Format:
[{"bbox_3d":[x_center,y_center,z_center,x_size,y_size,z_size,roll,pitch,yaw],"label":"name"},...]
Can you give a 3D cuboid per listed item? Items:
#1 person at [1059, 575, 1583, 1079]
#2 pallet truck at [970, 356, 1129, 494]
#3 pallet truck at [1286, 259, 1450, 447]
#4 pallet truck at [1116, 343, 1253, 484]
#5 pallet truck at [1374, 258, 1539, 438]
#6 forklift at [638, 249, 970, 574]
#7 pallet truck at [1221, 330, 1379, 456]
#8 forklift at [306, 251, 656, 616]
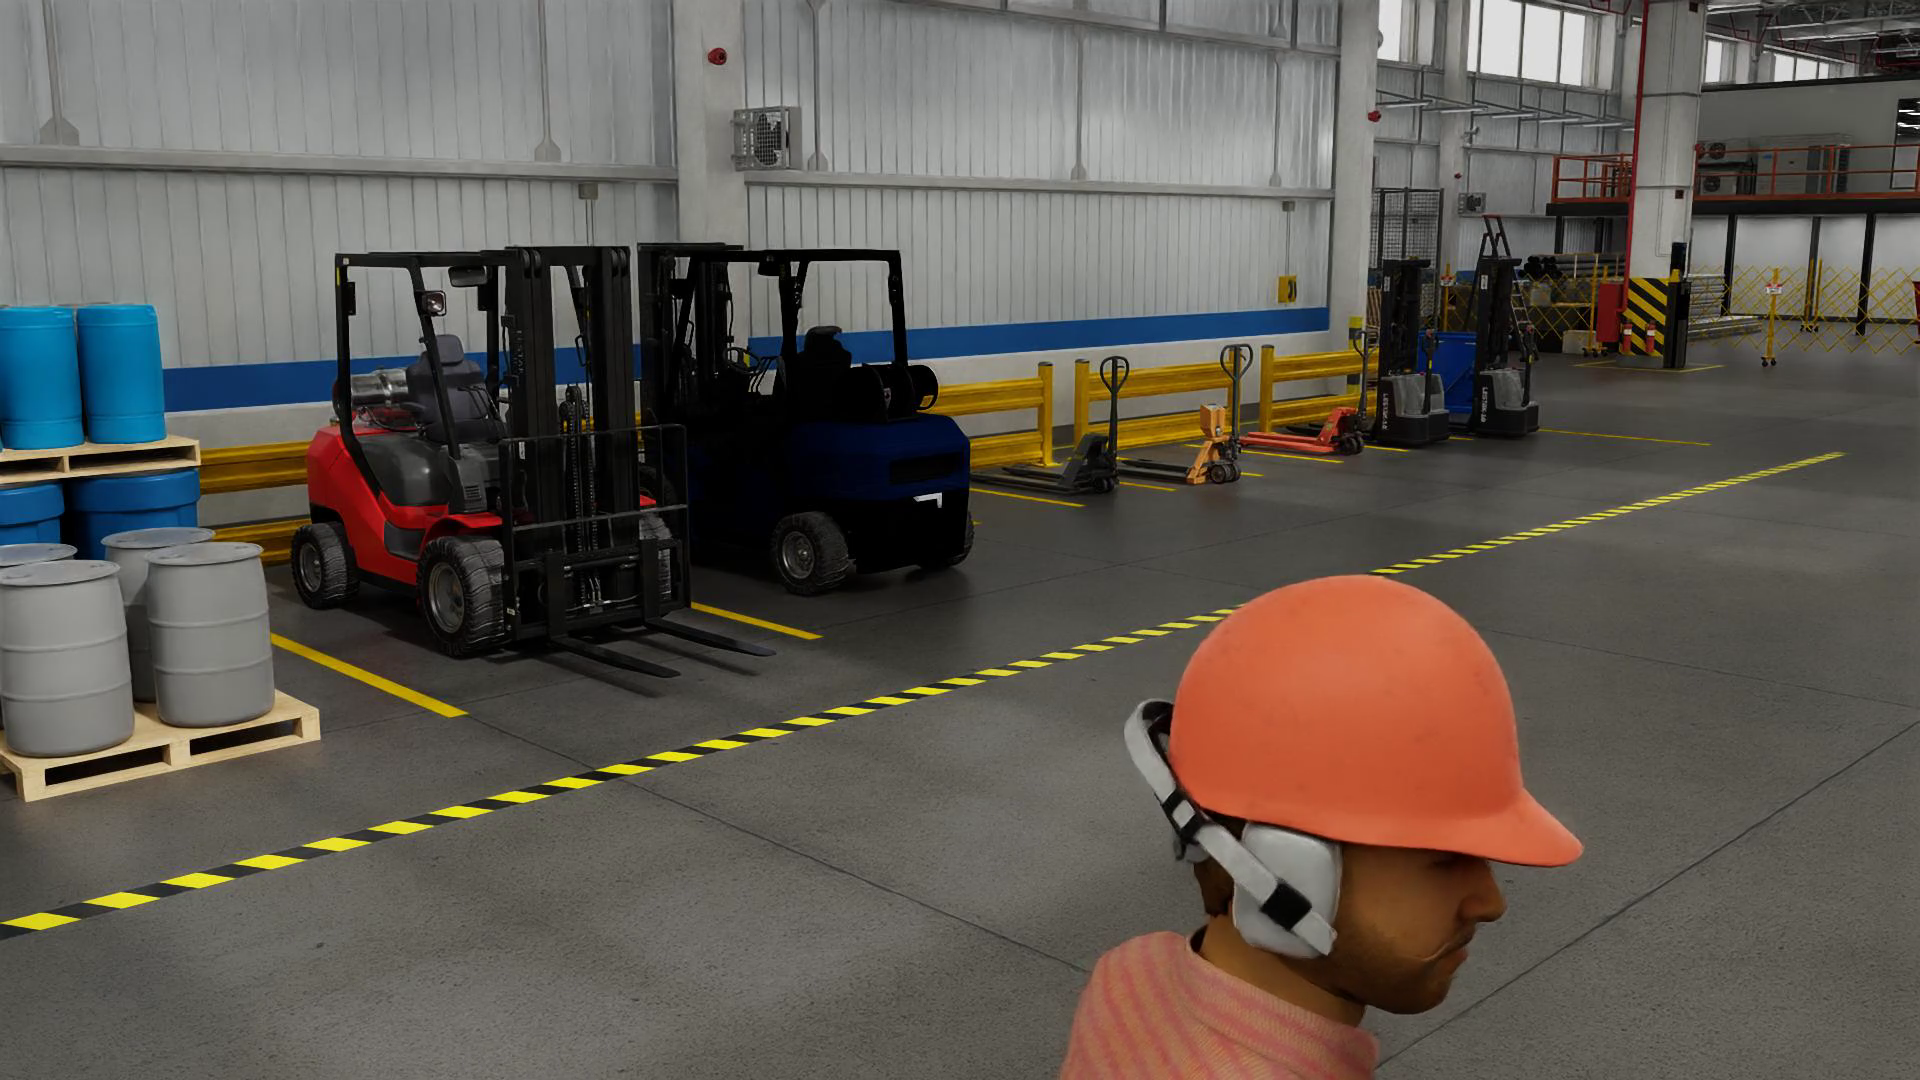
[{"bbox_3d":[0.248,1.006,1.389,0.392,1.989,0.617,-2,11,-9],"label":"person"},{"bbox_3d":[0.784,-1.085,14.876,0.680,1.201,1.601,-10,14,-44],"label":"pallet truck"},{"bbox_3d":[4.493,-2.078,18.196,0.823,1.965,1.885,-9,14,-40],"label":"pallet truck"},{"bbox_3d":[1.962,-1.215,15.415,1.522,1.261,0.704,10,14,43],"label":"pallet truck"},{"bbox_3d":[5.704,-2.208,18.901,1.885,1.965,0.823,10,14,43],"label":"pallet truck"},{"bbox_3d":[-1.173,-0.958,11.239,2.680,1.987,1.157,10,14,43],"label":"forklift"},{"bbox_3d":[3.563,-1.581,17.381,0.653,1.274,1.630,-10,14,-44],"label":"pallet truck"},{"bbox_3d":[-2.833,-0.669,9.694,1.157,1.987,2.680,-10,14,-44],"label":"forklift"}]
